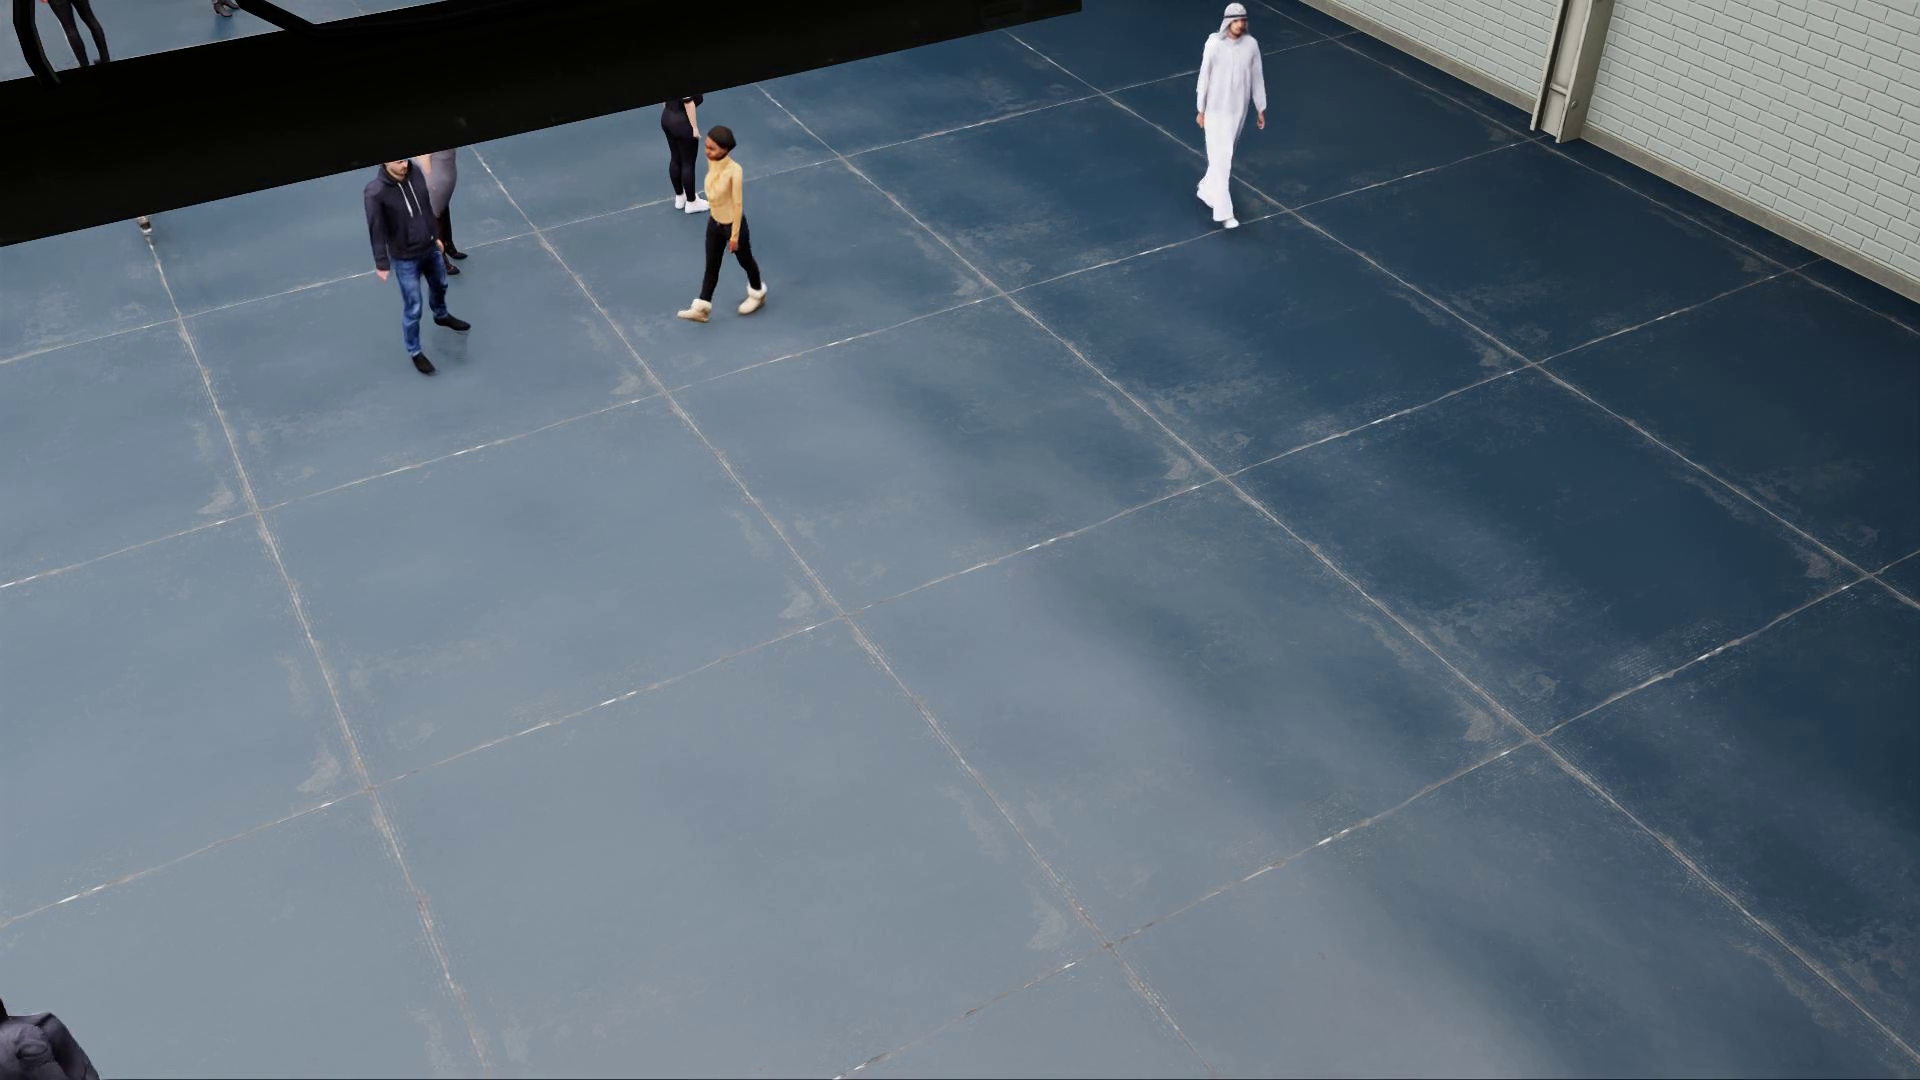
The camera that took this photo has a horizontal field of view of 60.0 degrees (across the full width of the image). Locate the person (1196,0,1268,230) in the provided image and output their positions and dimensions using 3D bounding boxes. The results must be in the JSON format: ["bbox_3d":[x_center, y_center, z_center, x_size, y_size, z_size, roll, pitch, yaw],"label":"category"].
[{"bbox_3d":[2.267,-3.743,14.431,0.821,1.892,1.221,-14,40,-17],"label":"person"}]

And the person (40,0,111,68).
[{"bbox_3d":[-9.067,-5.635,16.826,0.837,1.923,0.837,19,42,22],"label":"person"}]

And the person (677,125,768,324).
[{"bbox_3d":[-1.746,-2.491,13.045,1.059,1.630,0.877,32,48,34],"label":"person"}]

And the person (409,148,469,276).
[{"bbox_3d":[-4.342,-3.049,13.655,0.832,1.757,0.739,1,38,1],"label":"person"}]

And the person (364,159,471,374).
[{"bbox_3d":[-4.117,-2.167,12.437,1.011,1.868,1.044,22,43,25],"label":"person"}]

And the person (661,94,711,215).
[{"bbox_3d":[-2.446,-3.654,14.524,0.712,1.639,0.586,-29,46,-32],"label":"person"}]
